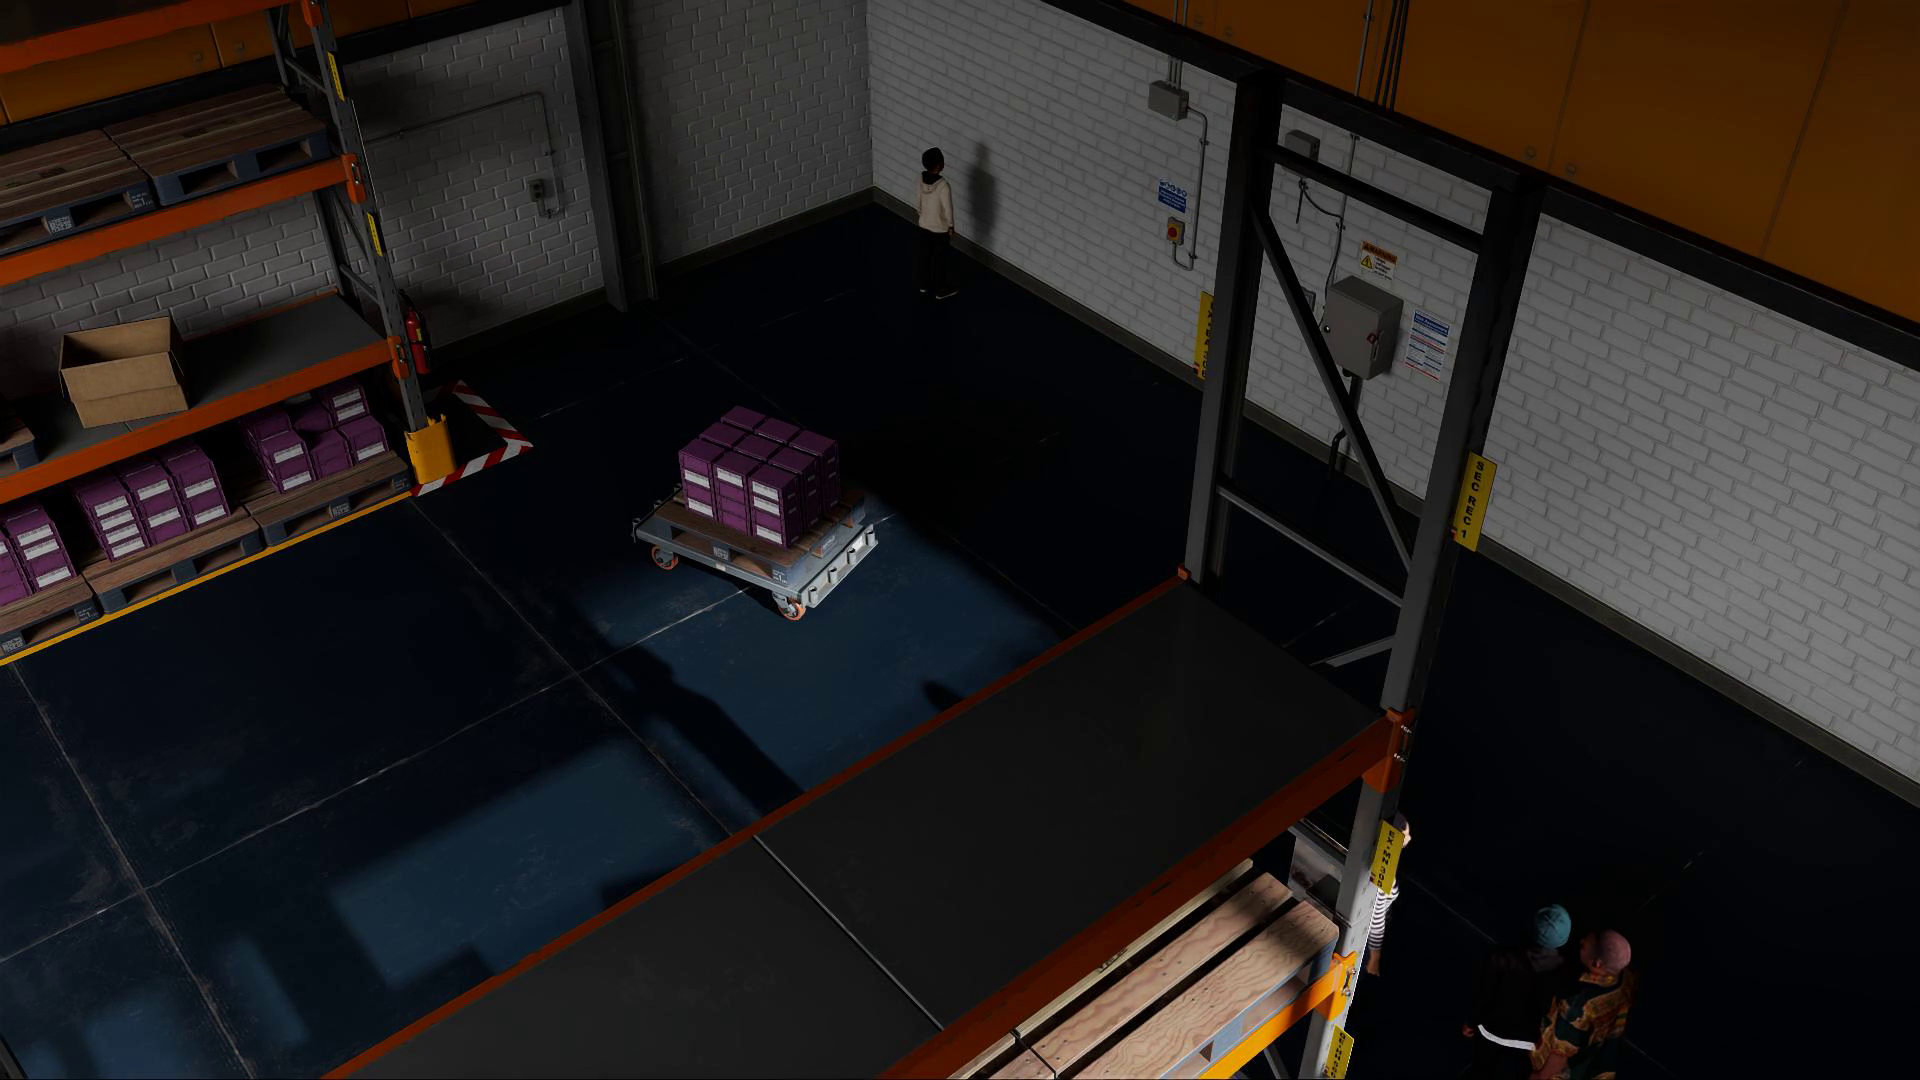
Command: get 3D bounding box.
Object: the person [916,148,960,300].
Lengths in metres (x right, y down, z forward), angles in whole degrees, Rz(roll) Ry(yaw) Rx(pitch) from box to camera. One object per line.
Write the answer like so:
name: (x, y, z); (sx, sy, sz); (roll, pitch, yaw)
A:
person: (-0.238, -2.921, 15.318); (0.601, 1.455, 0.559); (30, 47, 32)

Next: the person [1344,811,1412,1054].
person: (2.123, 2.061, 8.807); (0.676, 1.797, 0.636); (0, 39, 0)

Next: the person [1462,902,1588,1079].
person: (2.789, 2.437, 8.319); (0.764, 1.818, 0.805); (6, 39, 8)

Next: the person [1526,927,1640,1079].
person: (3.024, 2.534, 8.207); (0.581, 1.807, 0.743); (-29, 47, -31)
